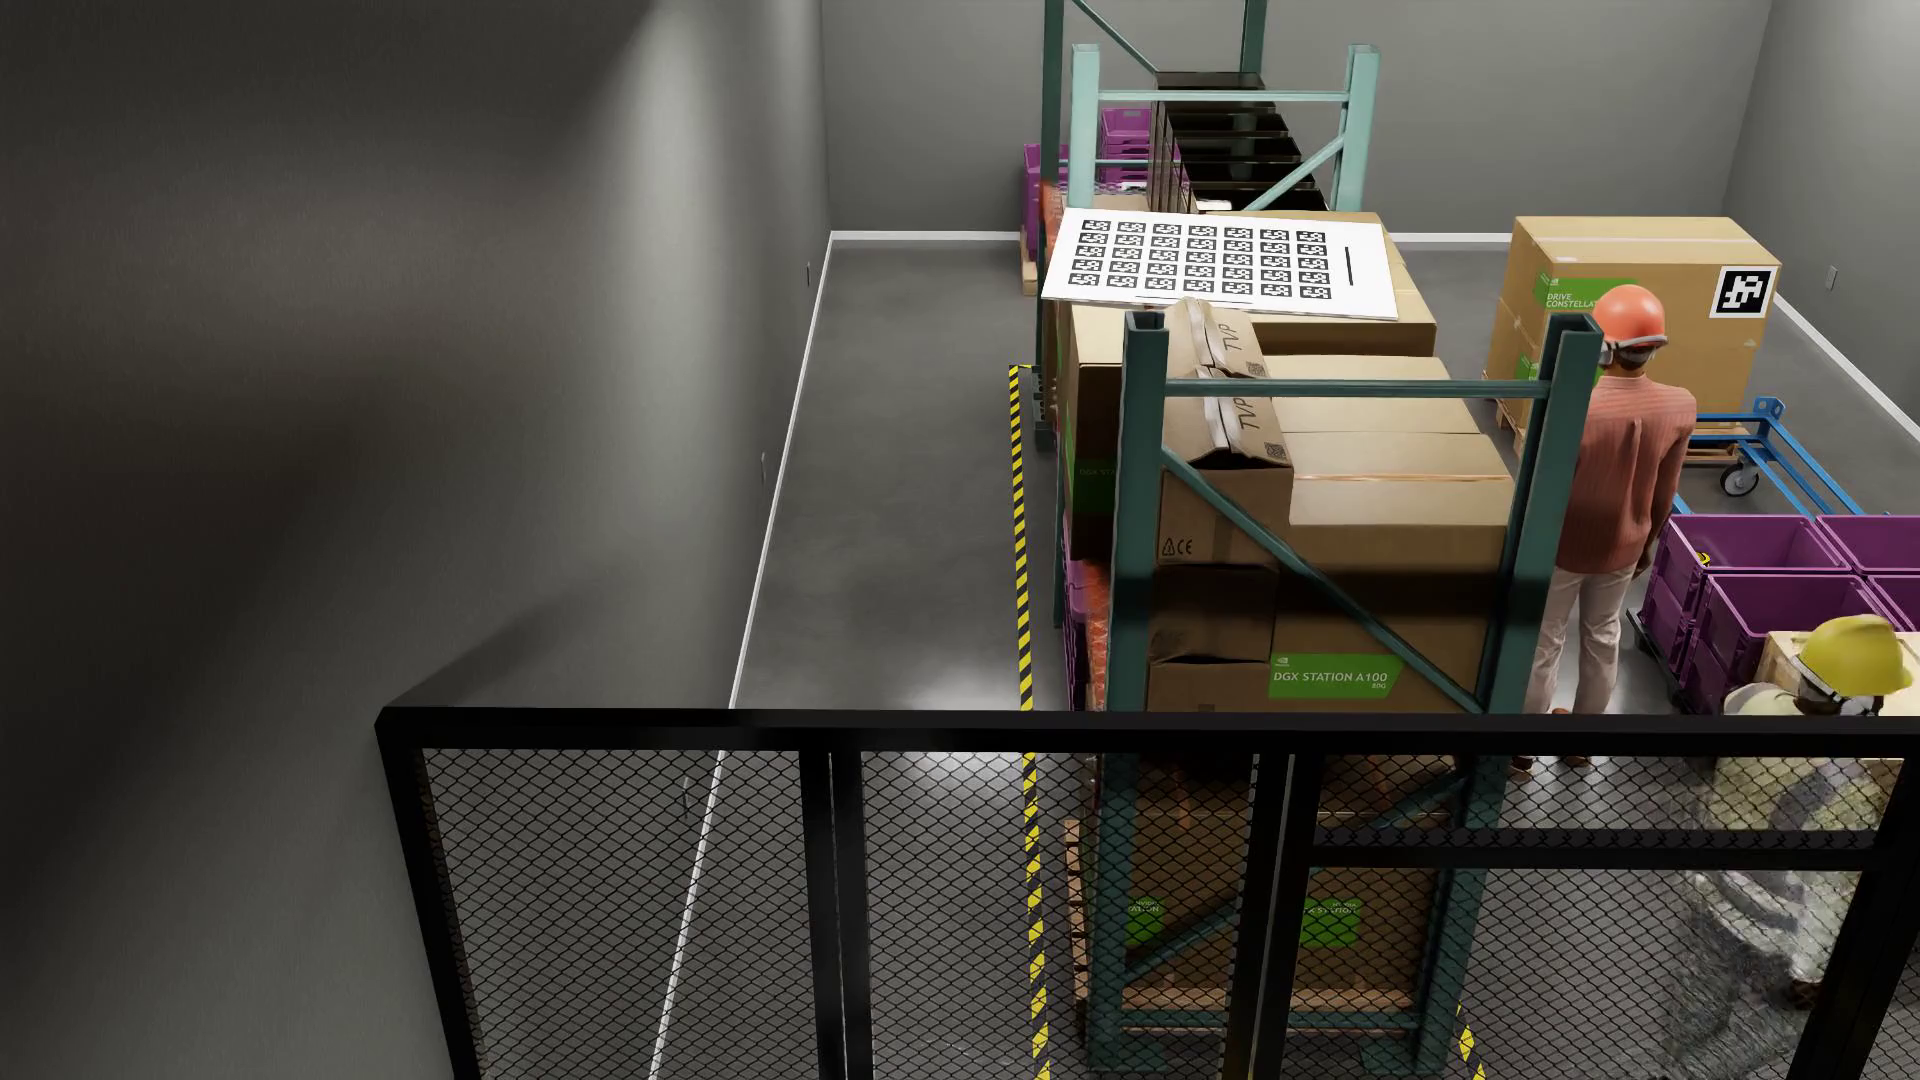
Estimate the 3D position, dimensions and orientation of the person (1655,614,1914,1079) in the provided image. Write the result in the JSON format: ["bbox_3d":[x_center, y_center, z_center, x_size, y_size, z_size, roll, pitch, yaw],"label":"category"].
[{"bbox_3d":[2.285,0.990,4.682,0.421,1.818,0.619,-4,31,-7],"label":"person"}]

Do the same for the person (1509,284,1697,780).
[{"bbox_3d":[2.310,0.005,6.154,0.622,1.993,0.384,-7,32,-12],"label":"person"}]
